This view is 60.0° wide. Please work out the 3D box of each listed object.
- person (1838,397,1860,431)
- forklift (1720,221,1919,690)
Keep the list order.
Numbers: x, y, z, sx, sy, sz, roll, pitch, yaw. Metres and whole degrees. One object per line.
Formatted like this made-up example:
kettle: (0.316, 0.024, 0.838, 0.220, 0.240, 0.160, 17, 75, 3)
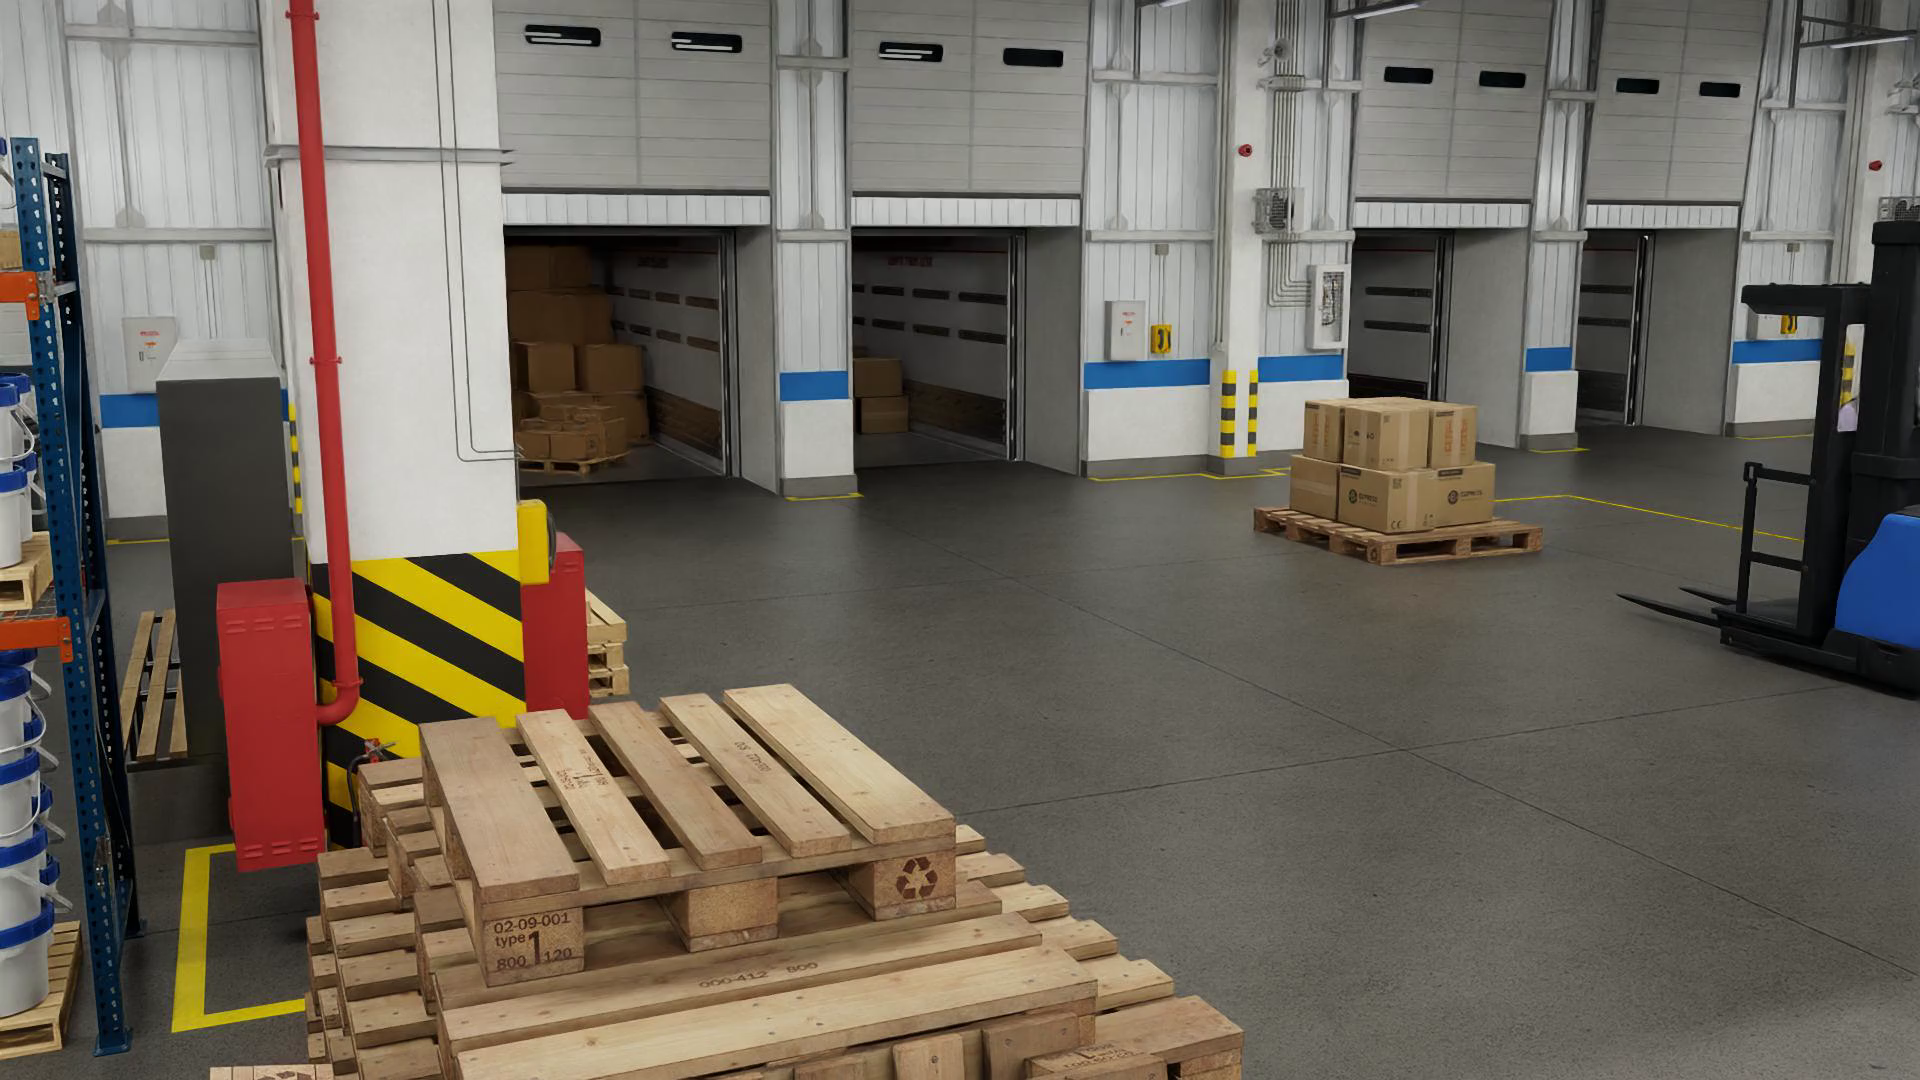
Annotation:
person: (6.554, -0.394, 11.986, 0.595, 1.925, 0.375, -5, 11, -25)
forklift: (5.951, -0.550, 10.218, 1.129, 2.768, 1.873, -4, 11, -23)
